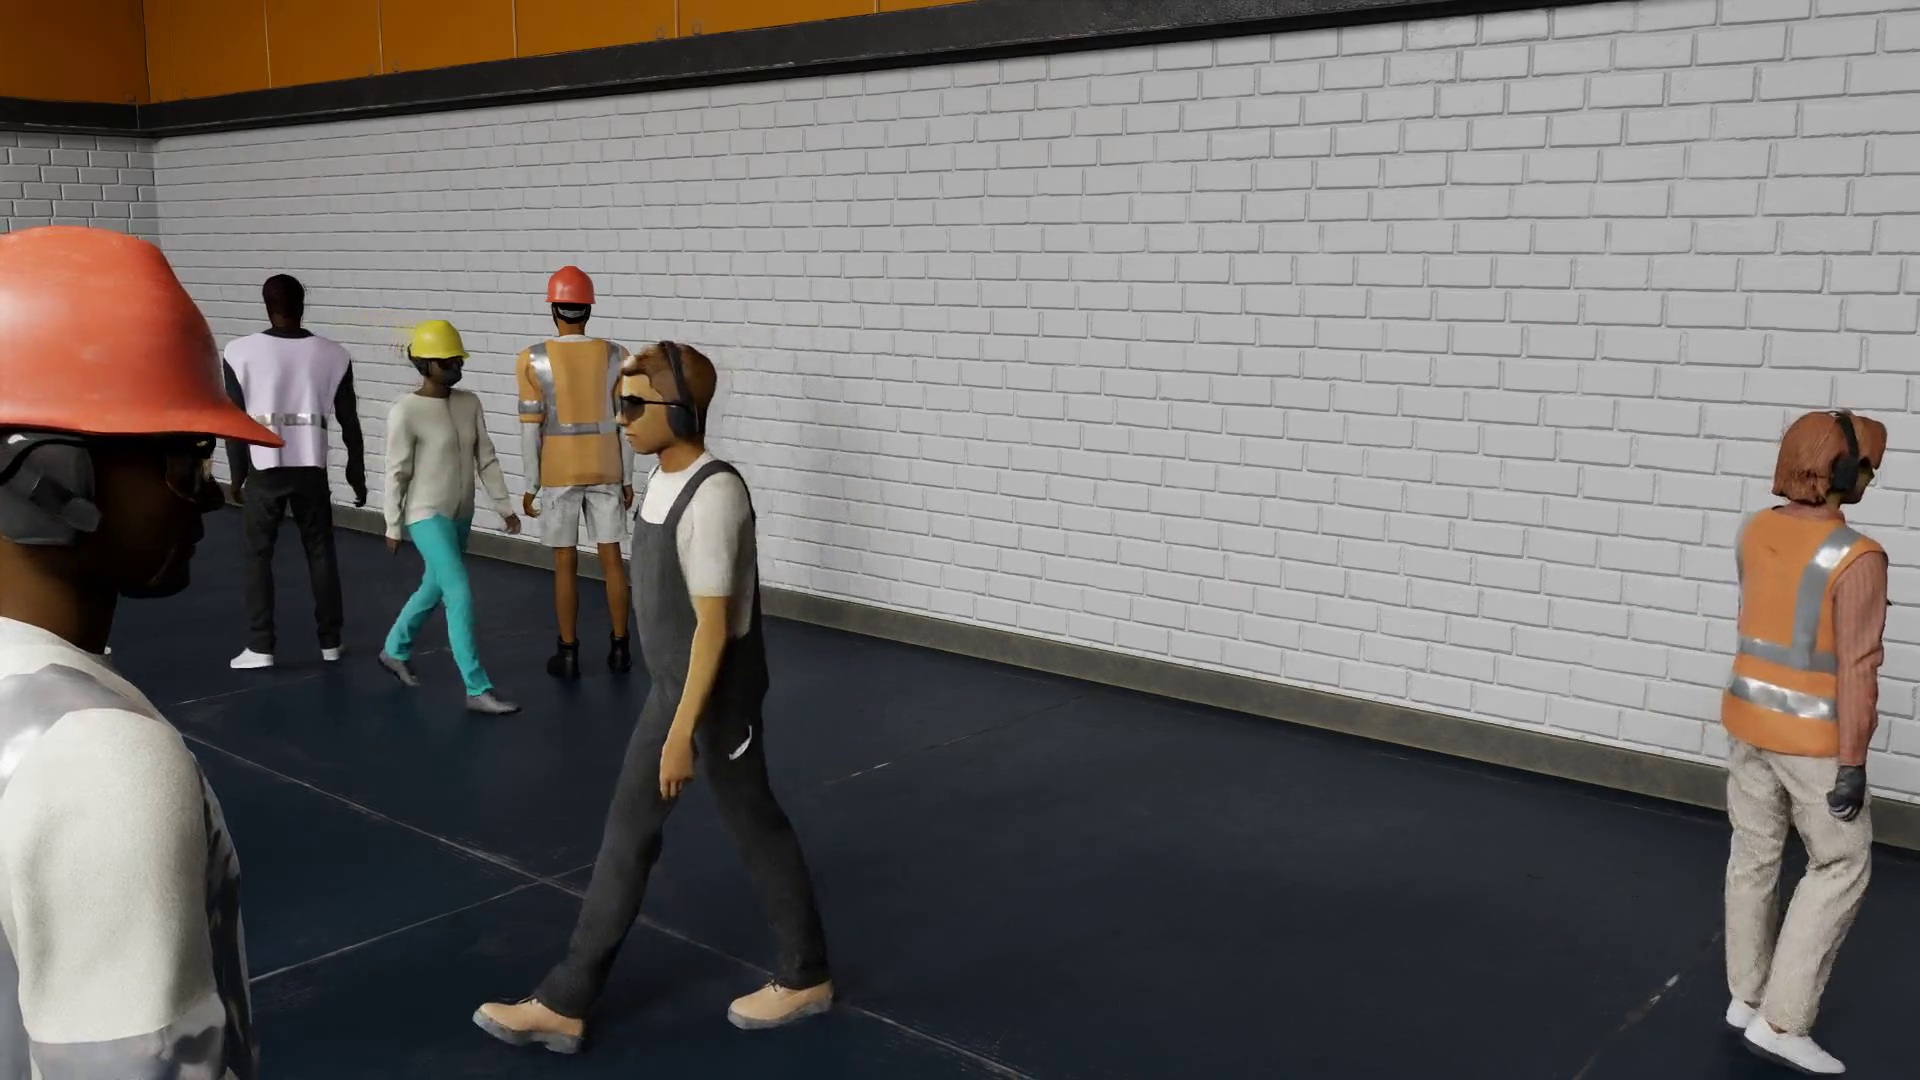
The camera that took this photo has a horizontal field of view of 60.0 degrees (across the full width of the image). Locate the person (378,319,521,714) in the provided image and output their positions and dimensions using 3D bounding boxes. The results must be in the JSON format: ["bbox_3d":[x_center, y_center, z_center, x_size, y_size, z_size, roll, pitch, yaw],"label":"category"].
[{"bbox_3d":[-2.345,-0.121,7.382,0.901,1.725,0.524,4,11,22],"label":"person"}]

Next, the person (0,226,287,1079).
[{"bbox_3d":[-0.813,0.731,1.617,0.614,2.039,0.394,8,13,40],"label":"person"}]

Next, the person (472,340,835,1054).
[{"bbox_3d":[-0.726,0.412,4.126,0.950,1.792,0.536,-6,11,-29],"label":"person"}]

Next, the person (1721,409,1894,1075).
[{"bbox_3d":[2.075,0.491,4.146,0.324,1.637,0.536,-2,10,-11],"label":"person"}]

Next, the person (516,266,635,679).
[{"bbox_3d":[-1.801,-0.312,7.846,0.545,1.939,0.374,-4,11,-23],"label":"person"}]

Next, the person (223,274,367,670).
[{"bbox_3d":[-3.225,-0.319,8.013,0.742,1.896,0.525,-7,12,-34],"label":"person"}]
